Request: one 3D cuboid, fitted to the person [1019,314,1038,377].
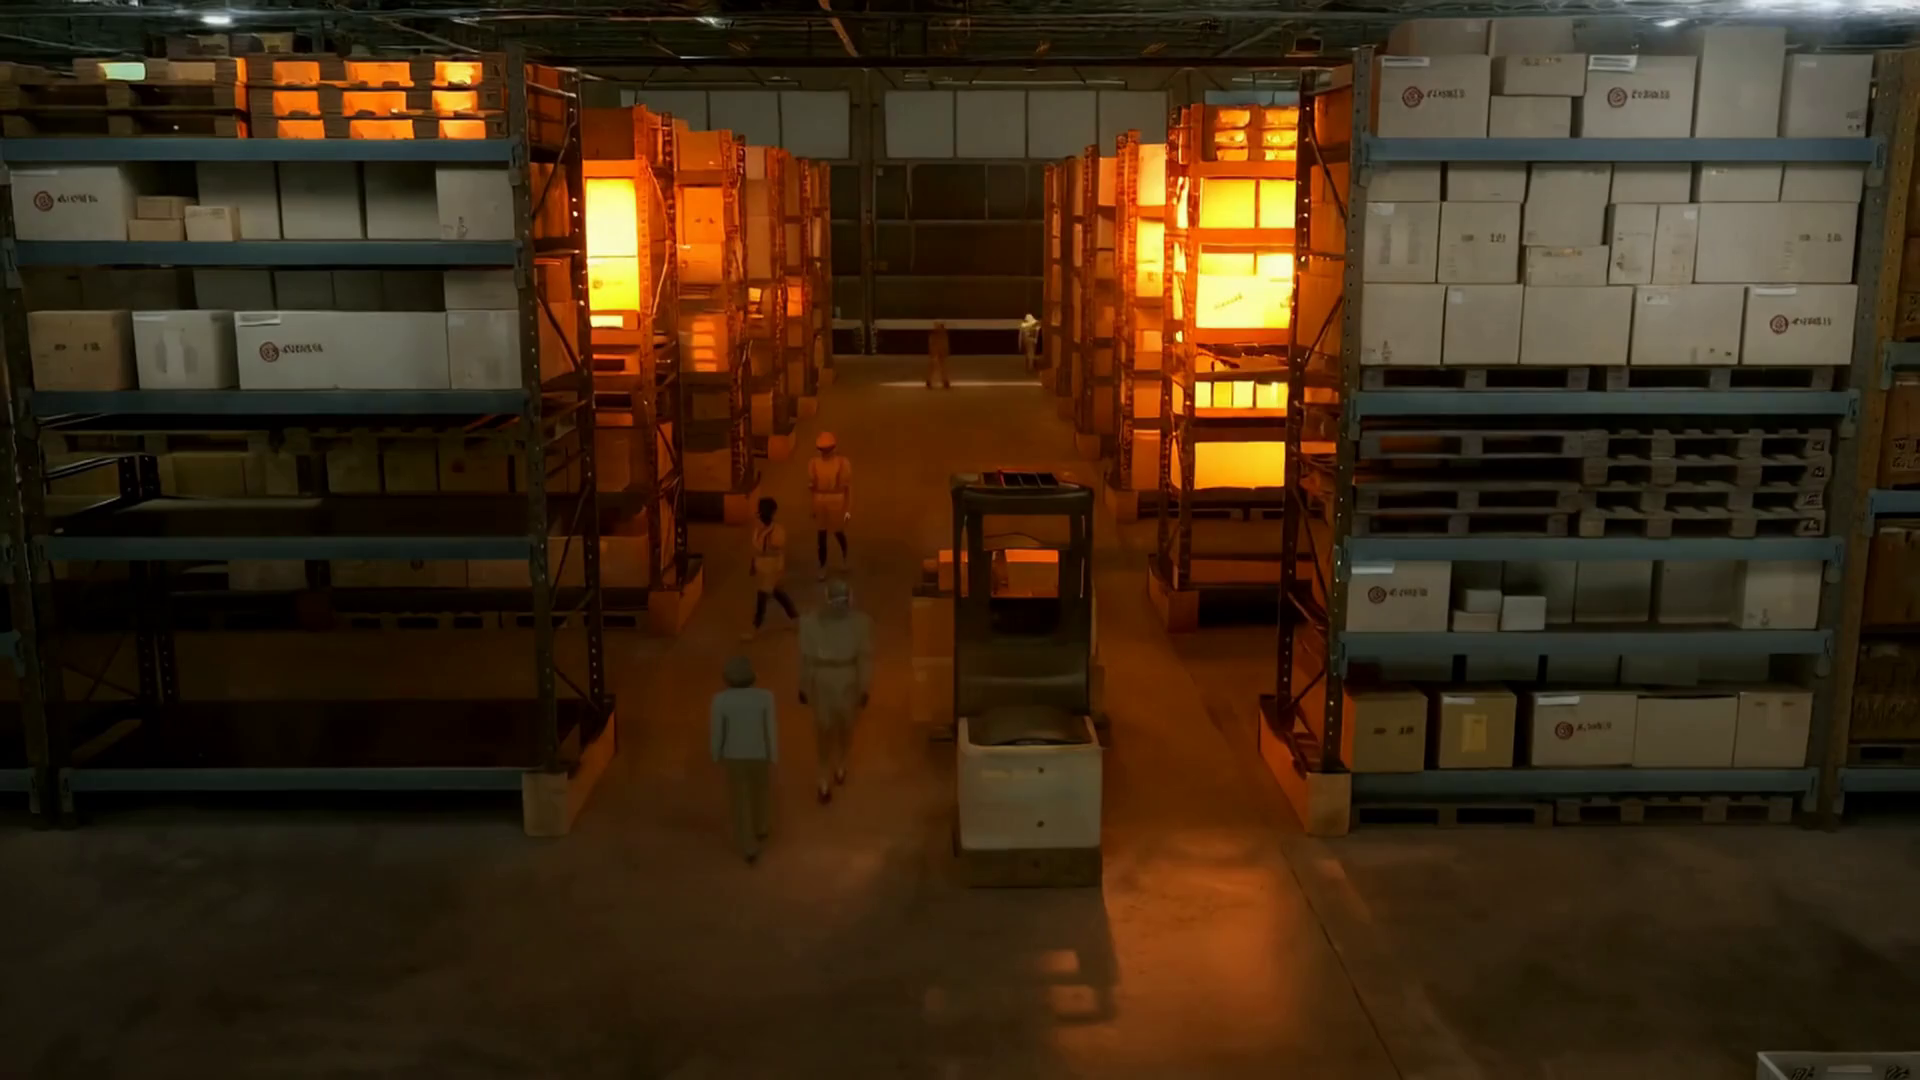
[{"bbox_3d":[2.009,-5.676,48.457,0.583,1.824,0.448,5,13,24],"label":"person"}]

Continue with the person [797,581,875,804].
[{"bbox_3d":[-1.029,1.255,14.043,0.636,1.855,0.965,-3,12,-15],"label":"person"}]

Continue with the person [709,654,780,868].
[{"bbox_3d":[-1.658,1.641,12.746,0.514,1.586,0.844,-3,12,-13],"label":"person"}]

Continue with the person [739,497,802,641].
[{"bbox_3d":[-2.173,0.307,19.226,0.856,1.664,0.534,-7,13,-32],"label":"person"}]

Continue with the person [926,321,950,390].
[{"bbox_3d":[-0.597,-5.029,45.152,0.637,1.875,0.936,-6,13,-29],"label":"person"}]

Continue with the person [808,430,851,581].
[{"bbox_3d":[-1.725,-0.490,22.277,0.615,2.019,0.781,2,12,12],"label":"person"}]

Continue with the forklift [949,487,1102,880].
[{"bbox_3d":[0.495,0.986,12.813,1.129,2.768,1.873,0,11,-2],"label":"forklift"}]
